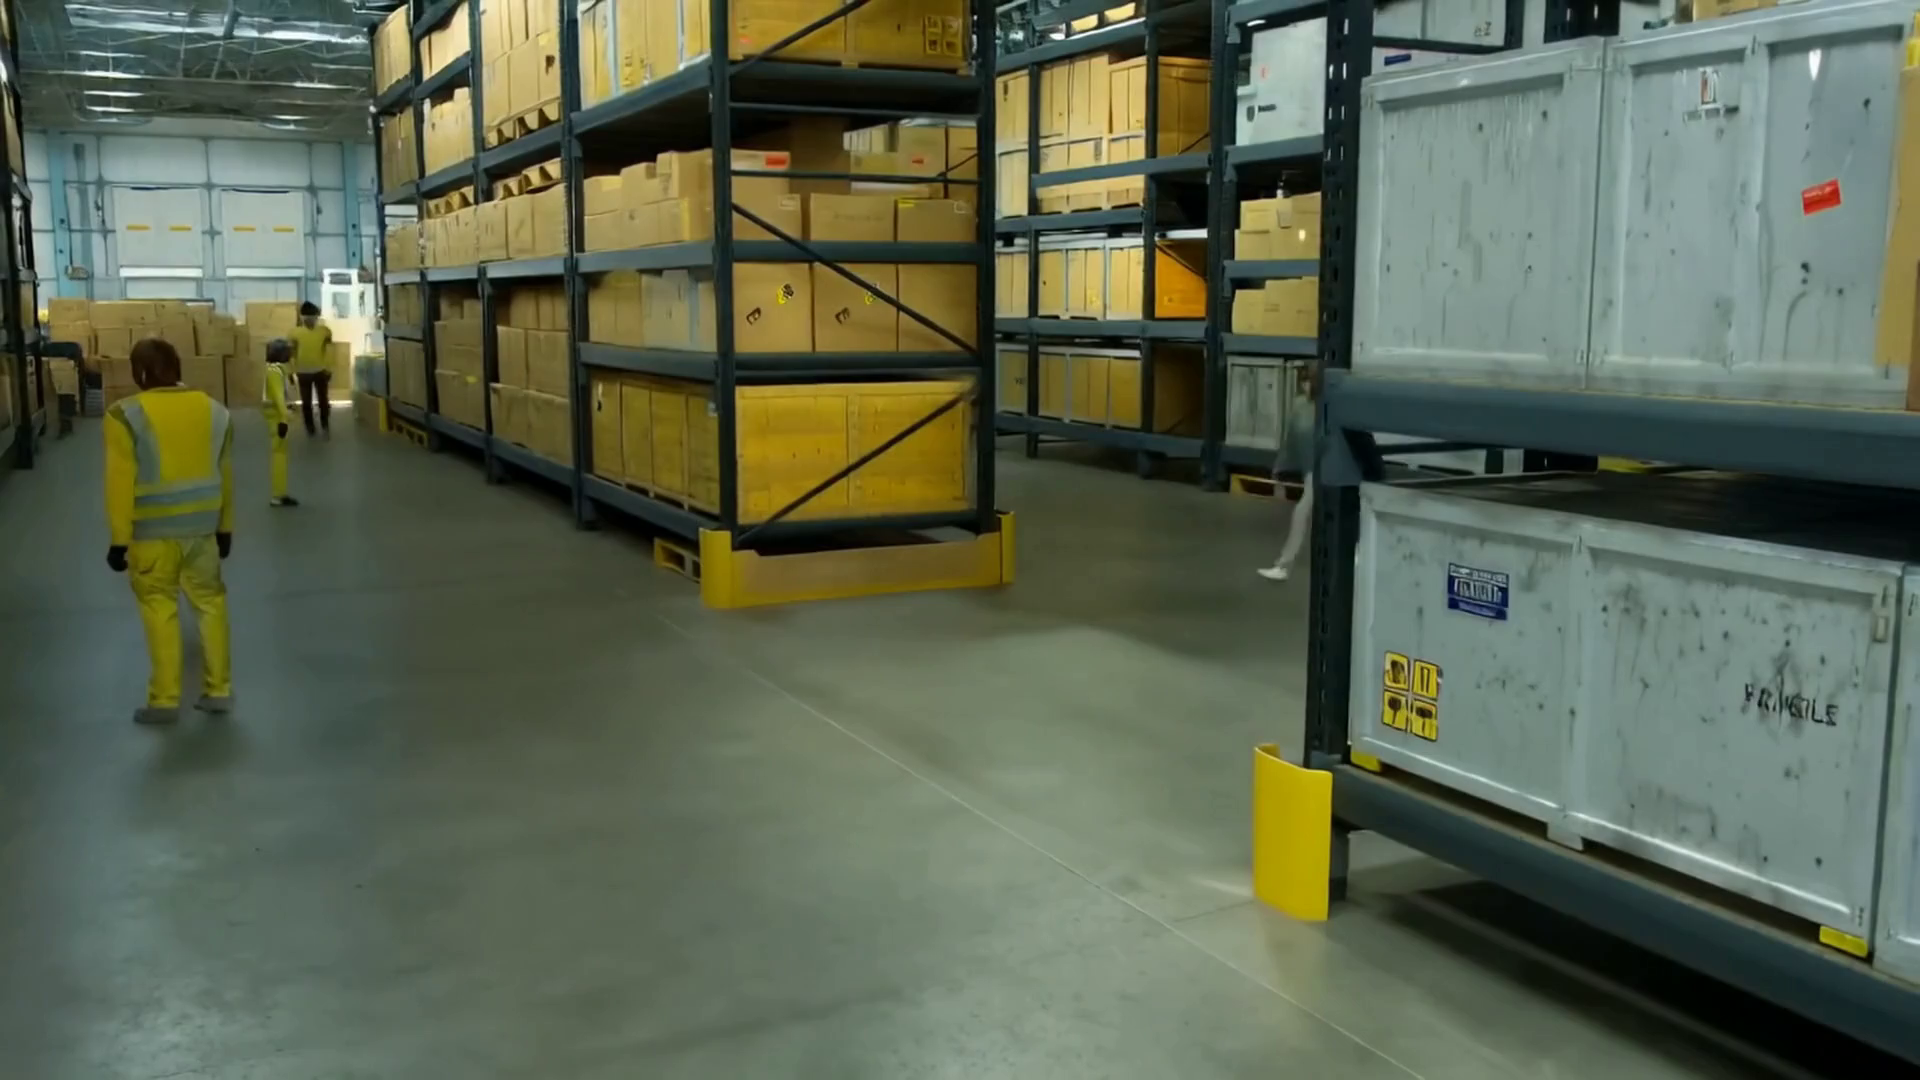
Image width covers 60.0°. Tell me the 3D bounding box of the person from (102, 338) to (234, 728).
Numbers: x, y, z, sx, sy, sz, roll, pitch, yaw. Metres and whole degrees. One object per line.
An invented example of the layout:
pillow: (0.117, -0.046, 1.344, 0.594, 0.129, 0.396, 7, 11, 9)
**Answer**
person: (-3.759, -0.036, 7.908, 0.429, 1.839, 0.633, 5, 10, 33)

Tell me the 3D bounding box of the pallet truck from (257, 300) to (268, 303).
pallet truck: (-23.913, -7.404, 58.171, 1.885, 1.965, 0.823, -1, 8, -9)

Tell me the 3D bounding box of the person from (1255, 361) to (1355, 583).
person: (2.514, -0.482, 11.883, 0.889, 1.578, 0.492, -3, 9, -19)

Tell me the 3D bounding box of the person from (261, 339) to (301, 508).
person: (-6.593, -1.126, 16.117, 0.310, 1.636, 0.523, -4, 9, -25)

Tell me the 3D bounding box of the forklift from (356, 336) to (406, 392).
forklift: (-9.441, -3.580, 28.777, 1.873, 2.768, 1.129, -4, 9, -26)

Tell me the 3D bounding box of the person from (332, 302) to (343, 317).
person: (-22.228, -7.480, 59.029, 0.930, 1.896, 0.574, 3, 9, 20)

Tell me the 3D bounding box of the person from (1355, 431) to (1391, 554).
person: (3.115, -0.767, 12.857, 0.764, 1.863, 0.659, -1, 8, -9)

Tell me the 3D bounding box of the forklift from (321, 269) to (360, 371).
forklift: (-16.624, -5.900, 44.776, 1.129, 2.768, 1.873, -5, 9, -29)

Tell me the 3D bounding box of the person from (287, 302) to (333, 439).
person: (-9.306, -2.415, 23.846, 0.630, 1.965, 0.779, -4, 9, -24)
